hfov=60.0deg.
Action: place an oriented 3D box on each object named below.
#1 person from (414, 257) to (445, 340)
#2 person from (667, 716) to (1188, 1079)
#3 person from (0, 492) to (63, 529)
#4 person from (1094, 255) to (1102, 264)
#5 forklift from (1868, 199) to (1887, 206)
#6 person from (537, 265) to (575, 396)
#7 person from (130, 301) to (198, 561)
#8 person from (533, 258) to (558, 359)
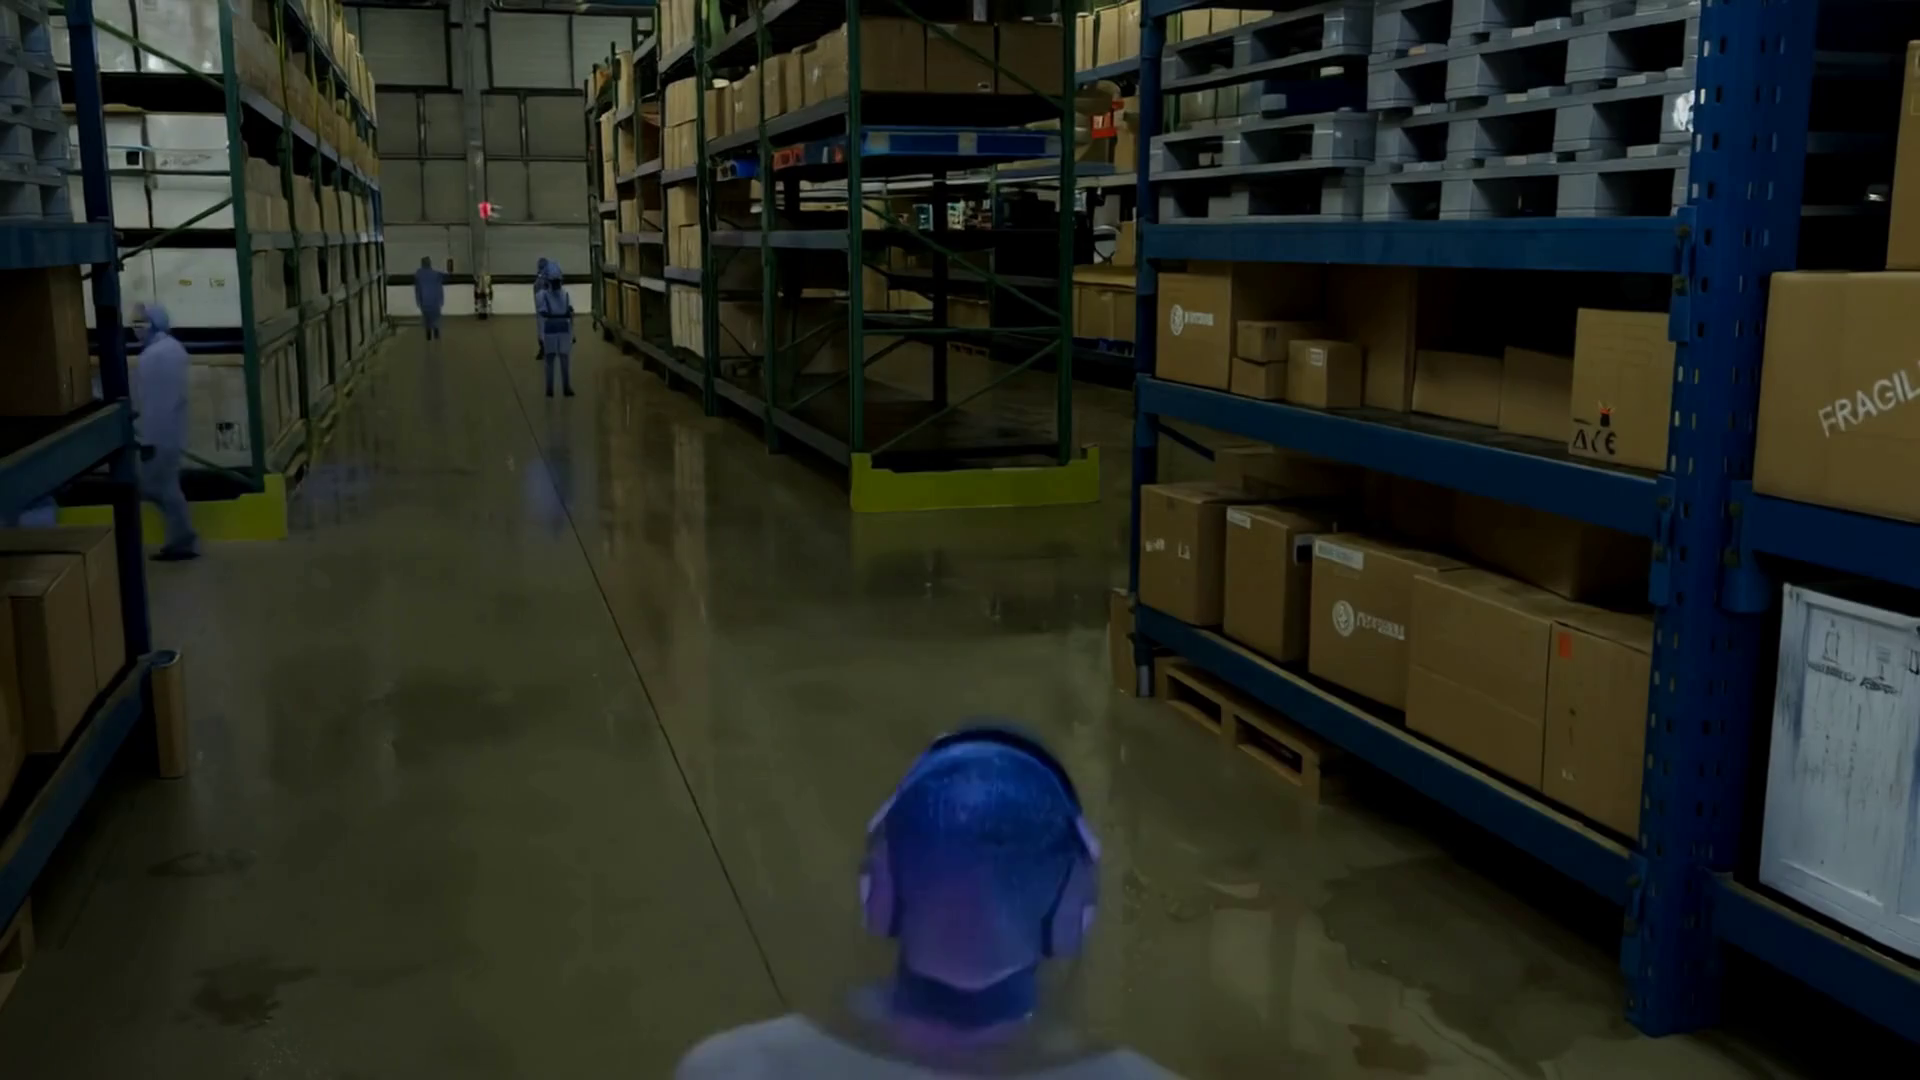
[{"bbox_3d":[-12.157,-5.532,38.103,0.669,1.887,0.521,-3,11,-16],"label":"person"},{"bbox_3d":[-0.018,1.121,1.696,0.630,1.877,0.897,0,10,1],"label":"person"},{"bbox_3d":[-5.131,-0.071,8.987,0.871,1.594,0.525,-3,11,-15],"label":"person"},{"bbox_3d":[3.275,-5.954,40.399,0.964,1.901,0.627,9,14,41],"label":"person"},{"bbox_3d":[11.338,-2.915,21.052,1.129,2.768,1.873,-3,11,-17],"label":"forklift"},{"bbox_3d":[-5.974,-3.101,24.658,0.548,1.938,0.358,-4,11,-22],"label":"person"},{"bbox_3d":[-5.813,-0.780,12.065,0.452,1.887,0.670,-3,11,-13],"label":"person"},{"bbox_3d":[-7.983,-4.450,32.046,0.542,1.939,0.362,3,11,15],"label":"person"}]
